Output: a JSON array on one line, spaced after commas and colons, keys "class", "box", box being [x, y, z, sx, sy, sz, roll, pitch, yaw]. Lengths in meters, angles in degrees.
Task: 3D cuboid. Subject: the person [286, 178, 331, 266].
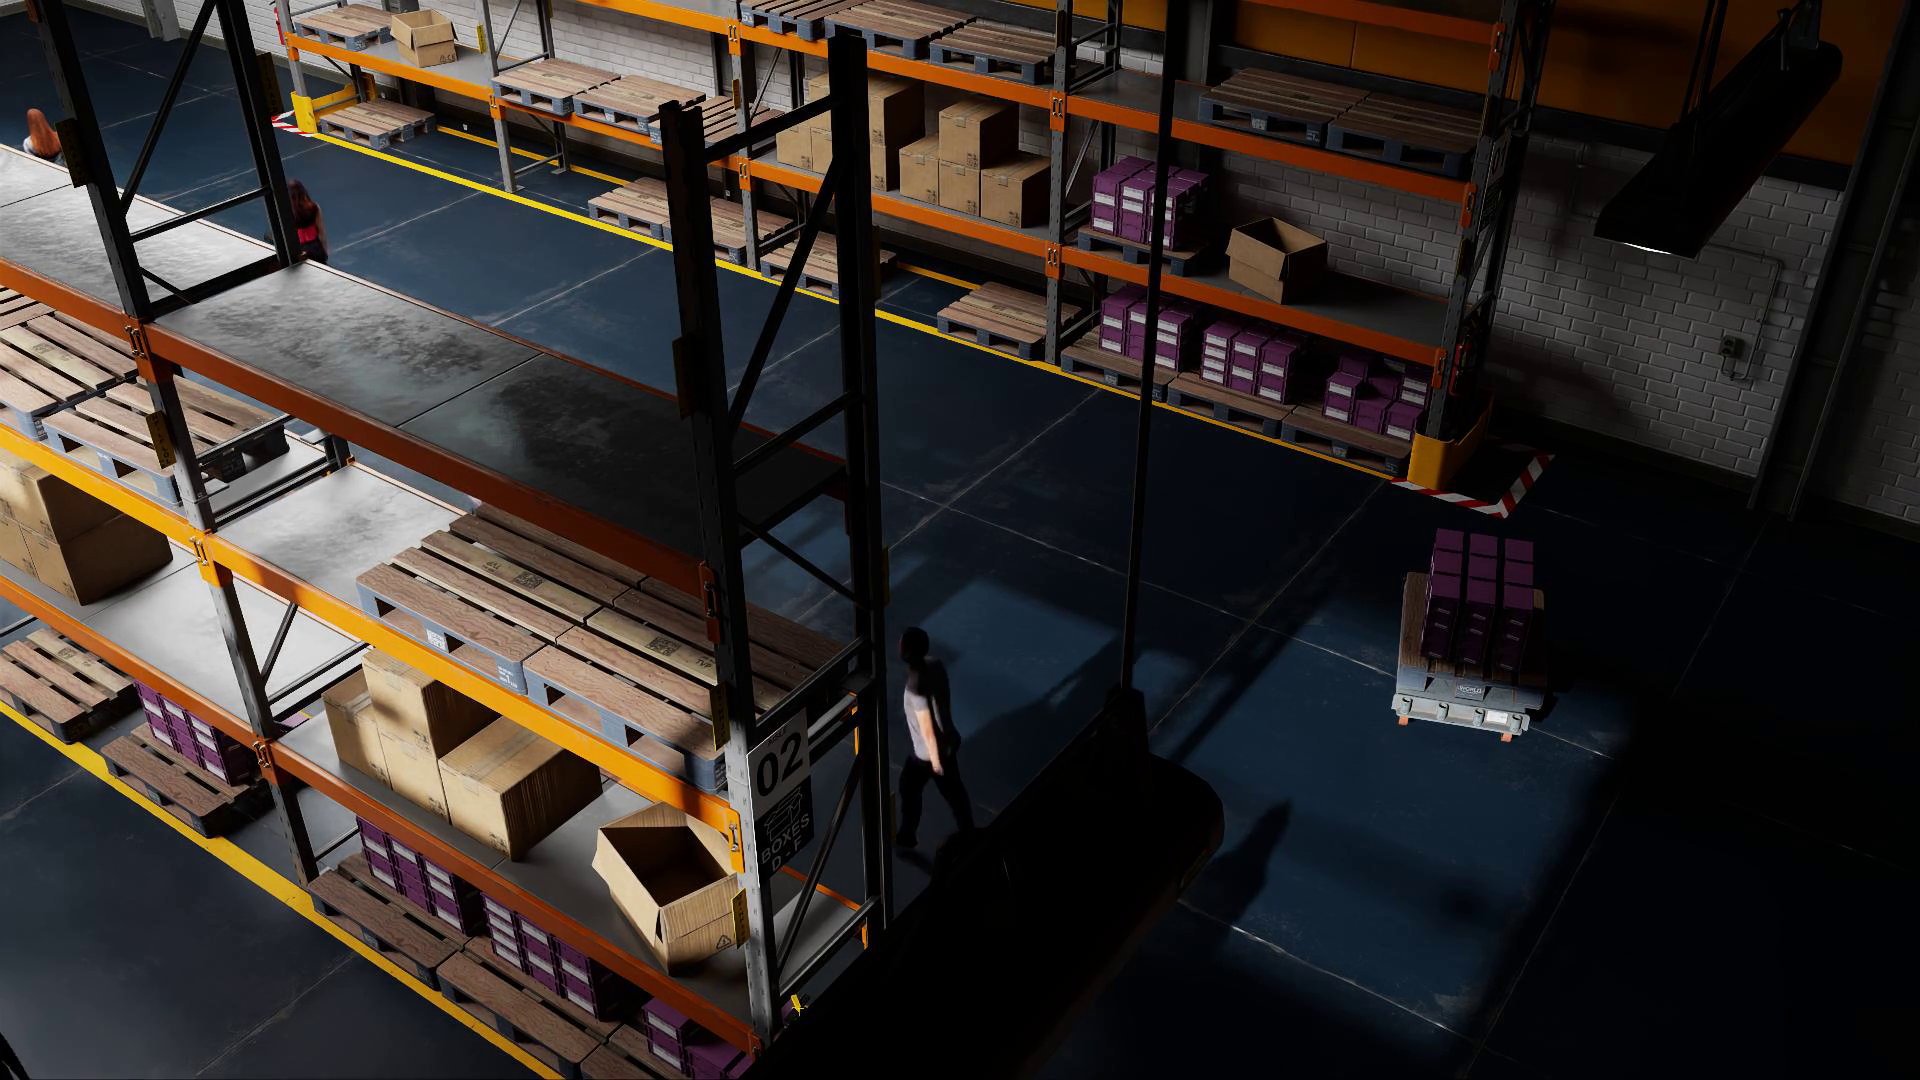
[{"class": "person", "box": [-6.671, -2.886, 17.095, 0.735, 1.635, 0.917, -26, 41, -33]}]

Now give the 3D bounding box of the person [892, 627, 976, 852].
[{"class": "person", "box": [-0.104, 1.359, 10.644, 1.025, 1.706, 0.824, 6, 34, 9]}]

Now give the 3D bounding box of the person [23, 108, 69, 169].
[{"class": "person", "box": [-10.174, -4.016, 18.736, 0.528, 1.700, 0.633, 25, 41, 33]}]
